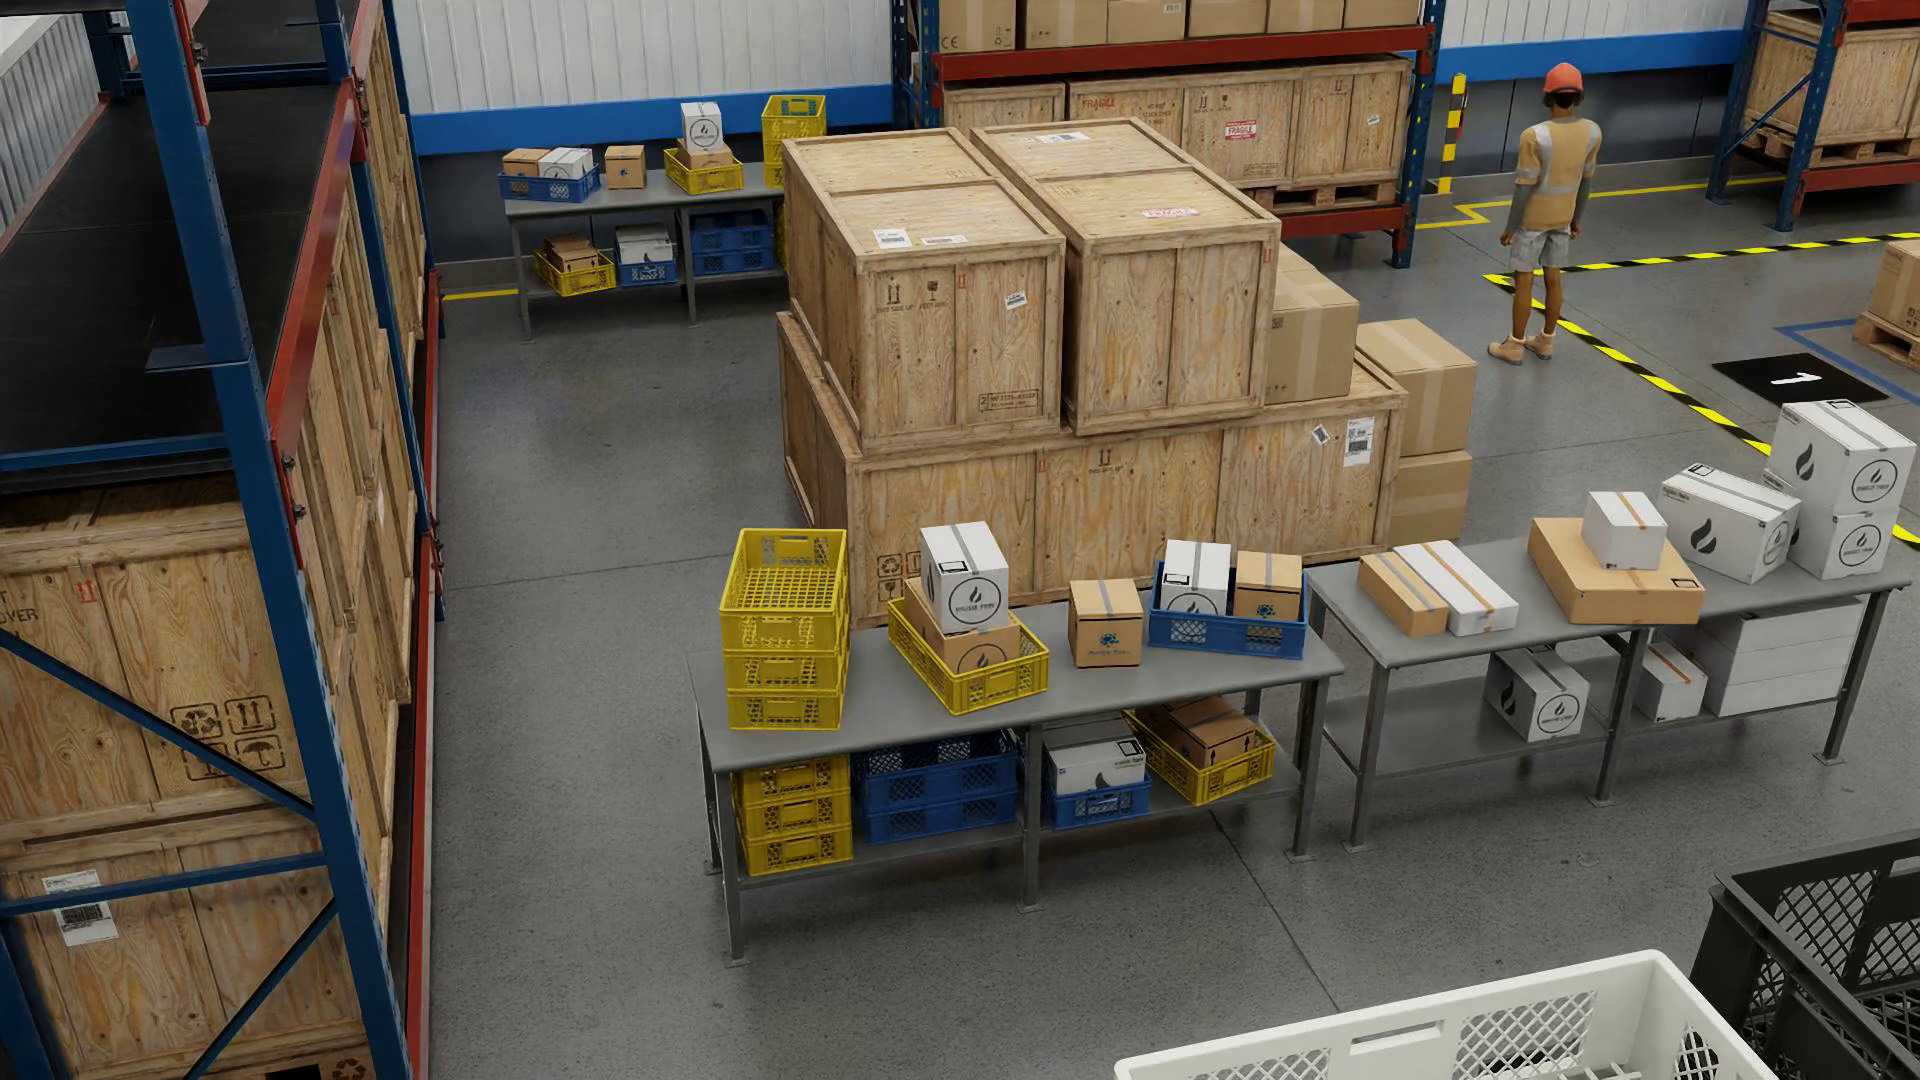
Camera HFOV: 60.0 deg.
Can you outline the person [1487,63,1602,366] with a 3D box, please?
[{"bbox_3d":[3.936,-2.185,11.253,0.613,2.034,0.390,-10,30,-17],"label":"person"}]
